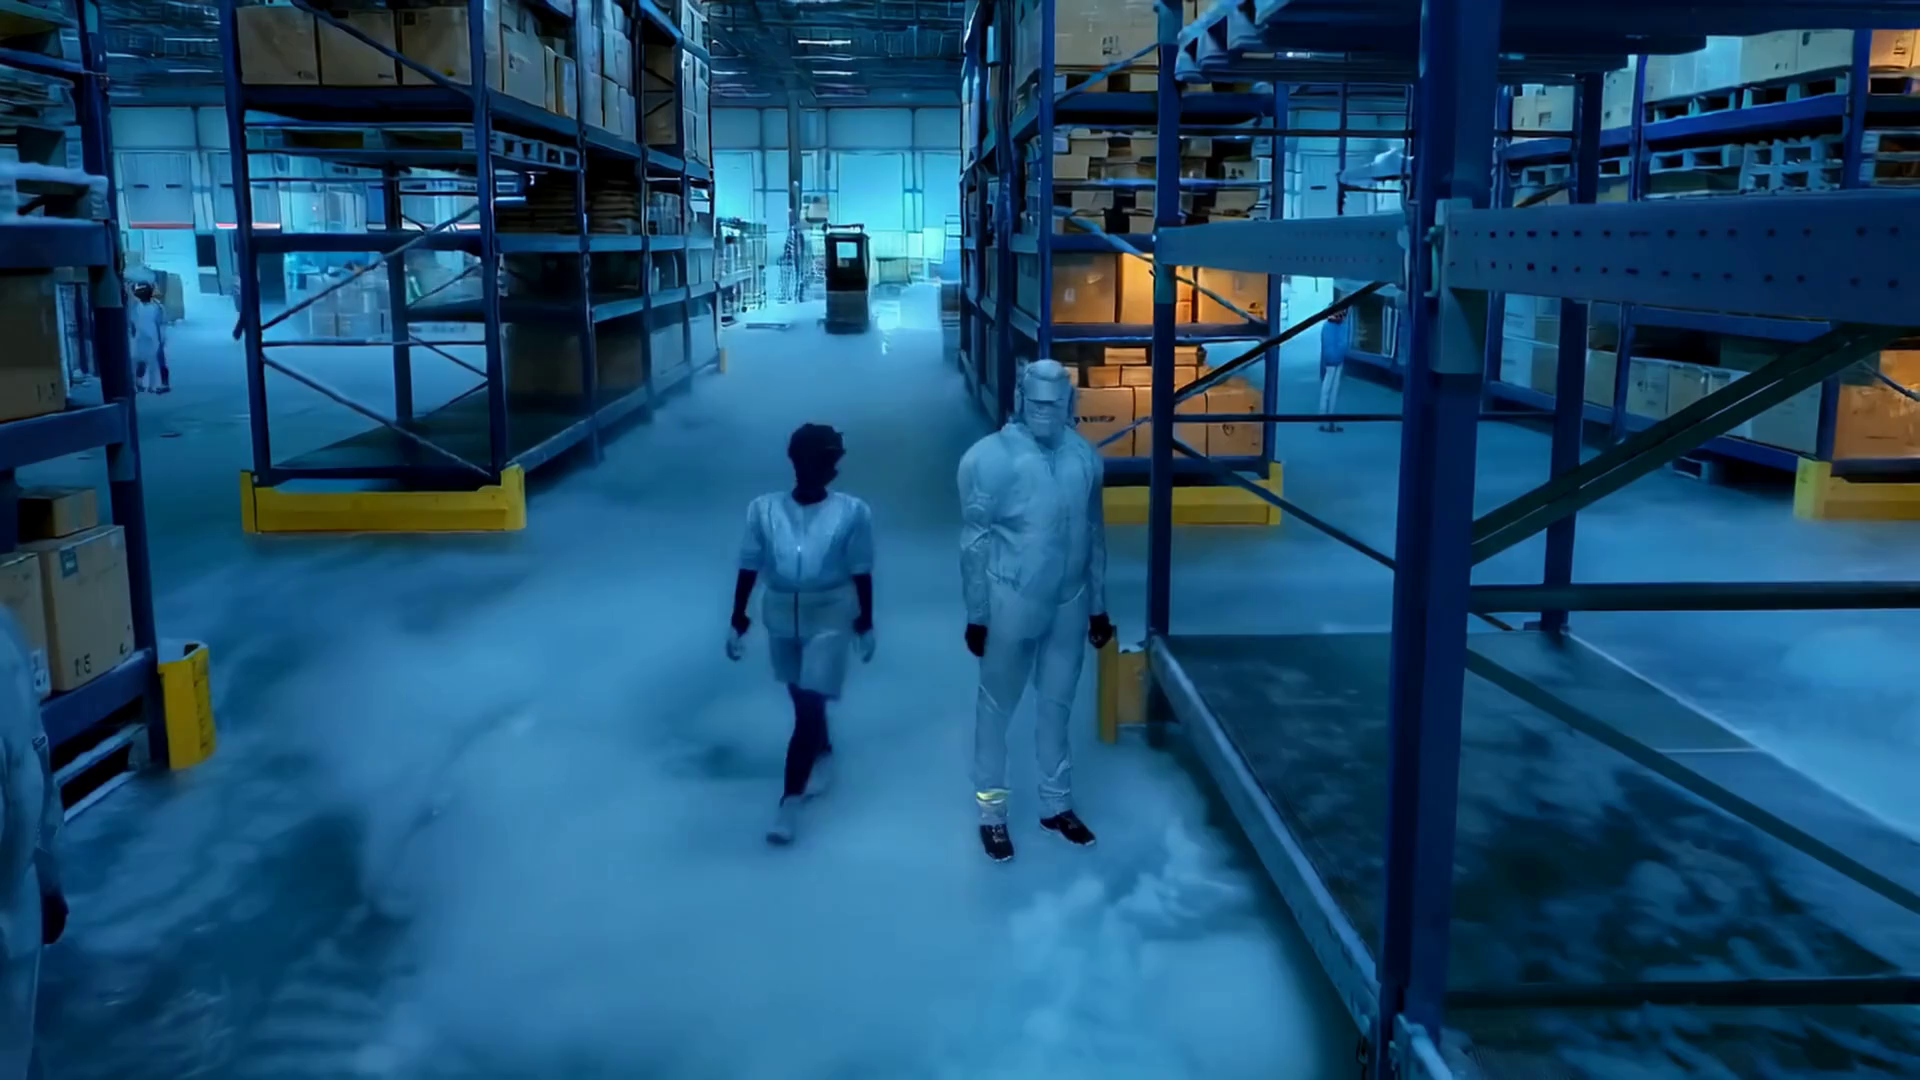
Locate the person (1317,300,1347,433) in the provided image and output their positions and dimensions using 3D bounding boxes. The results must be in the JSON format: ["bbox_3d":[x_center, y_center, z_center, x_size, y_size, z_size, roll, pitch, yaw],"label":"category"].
[{"bbox_3d":[4.614,-2.149,20.561,0.281,1.634,0.498,10,14,43],"label":"person"}]

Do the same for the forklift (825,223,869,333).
[{"bbox_3d":[-2.921,-6.772,42.846,1.129,2.768,1.873,0,10,-2],"label":"forklift"}]

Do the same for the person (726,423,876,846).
[{"bbox_3d":[-0.625,0.337,6.692,0.565,1.636,0.914,2,10,13],"label":"person"}]

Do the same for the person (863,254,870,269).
[{"bbox_3d":[-3.251,-8.745,56.506,0.383,1.923,0.589,-2,10,-13],"label":"person"}]

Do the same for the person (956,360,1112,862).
[{"bbox_3d":[0.303,0.265,6.378,0.636,1.903,0.405,-5,11,-26],"label":"person"}]

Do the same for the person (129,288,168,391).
[{"bbox_3d":[-12.593,-3.114,25.809,0.543,1.681,0.619,-1,10,-8],"label":"person"}]

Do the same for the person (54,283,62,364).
[{"bbox_3d":[-17.121,-4.189,31.063,0.493,1.940,0.721,8,13,37],"label":"person"}]

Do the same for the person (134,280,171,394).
[{"bbox_3d":[-12.525,-3.130,25.696,0.524,1.757,0.353,6,12,31],"label":"person"}]

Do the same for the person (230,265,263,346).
[{"bbox_3d":[-16.006,-5.373,37.390,0.612,2.000,0.683,5,11,28],"label":"person"}]

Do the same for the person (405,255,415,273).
[{"bbox_3d":[-20.649,-9.785,62.579,0.429,1.832,0.628,-5,12,-28],"label":"person"}]

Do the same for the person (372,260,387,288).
[{"bbox_3d":[-20.272,-8.943,58.188,0.492,1.719,0.774,1,10,5],"label":"person"}]

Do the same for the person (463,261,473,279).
[{"bbox_3d":[-16.870,-8.754,57.203,0.519,1.682,0.548,-10,14,-43],"label":"person"}]

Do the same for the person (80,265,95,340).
[{"bbox_3d":[-20.631,-5.709,39.640,0.827,1.911,0.556,0,10,-1],"label":"person"}]

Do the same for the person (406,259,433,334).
[{"bbox_3d":[-13.844,-6.210,42.442,0.540,1.900,0.604,-1,10,-6],"label":"person"}]

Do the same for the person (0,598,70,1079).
[{"bbox_3d":[-2.133,0.783,3.515,0.395,1.899,0.642,2,10,11],"label":"person"}]

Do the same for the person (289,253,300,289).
[{"bbox_3d":[-25.443,-10.029,63.632,0.413,1.940,0.624,-2,10,-12],"label":"person"}]

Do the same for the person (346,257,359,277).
[{"bbox_3d":[-18.139,-7.517,49.815,0.535,1.868,0.309,5,11,24],"label":"person"}]
